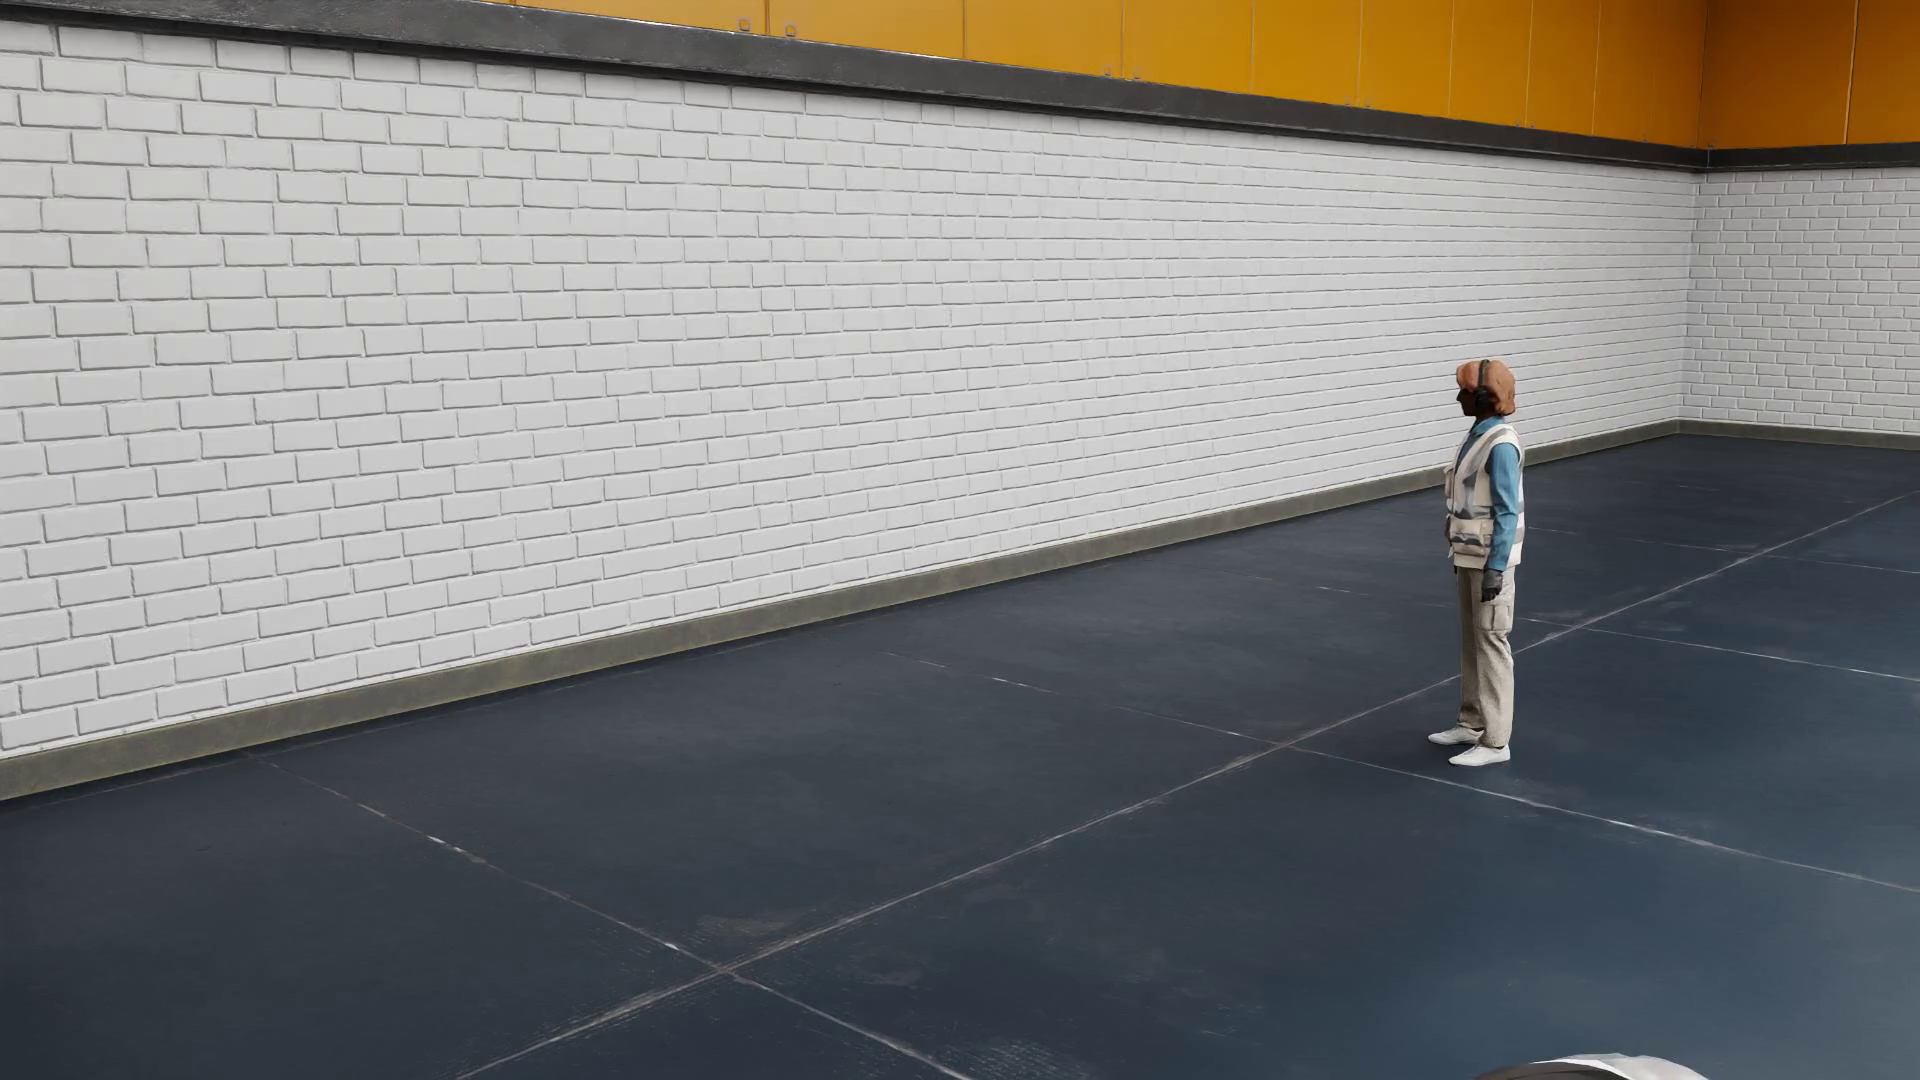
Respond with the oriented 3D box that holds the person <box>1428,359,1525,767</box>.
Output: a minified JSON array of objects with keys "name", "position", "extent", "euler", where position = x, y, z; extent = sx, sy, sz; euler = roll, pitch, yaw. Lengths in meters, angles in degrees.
[{"name":"person","position":[2.102,0.093,6.699],"extent":[0.310,1.636,0.522],"euler":[0,10,2]}]

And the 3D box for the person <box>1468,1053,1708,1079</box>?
[{"name":"person","position":[0.315,0.972,0.990],"extent":[0.574,1.886,0.356],"euler":[-9,14,-42]}]
